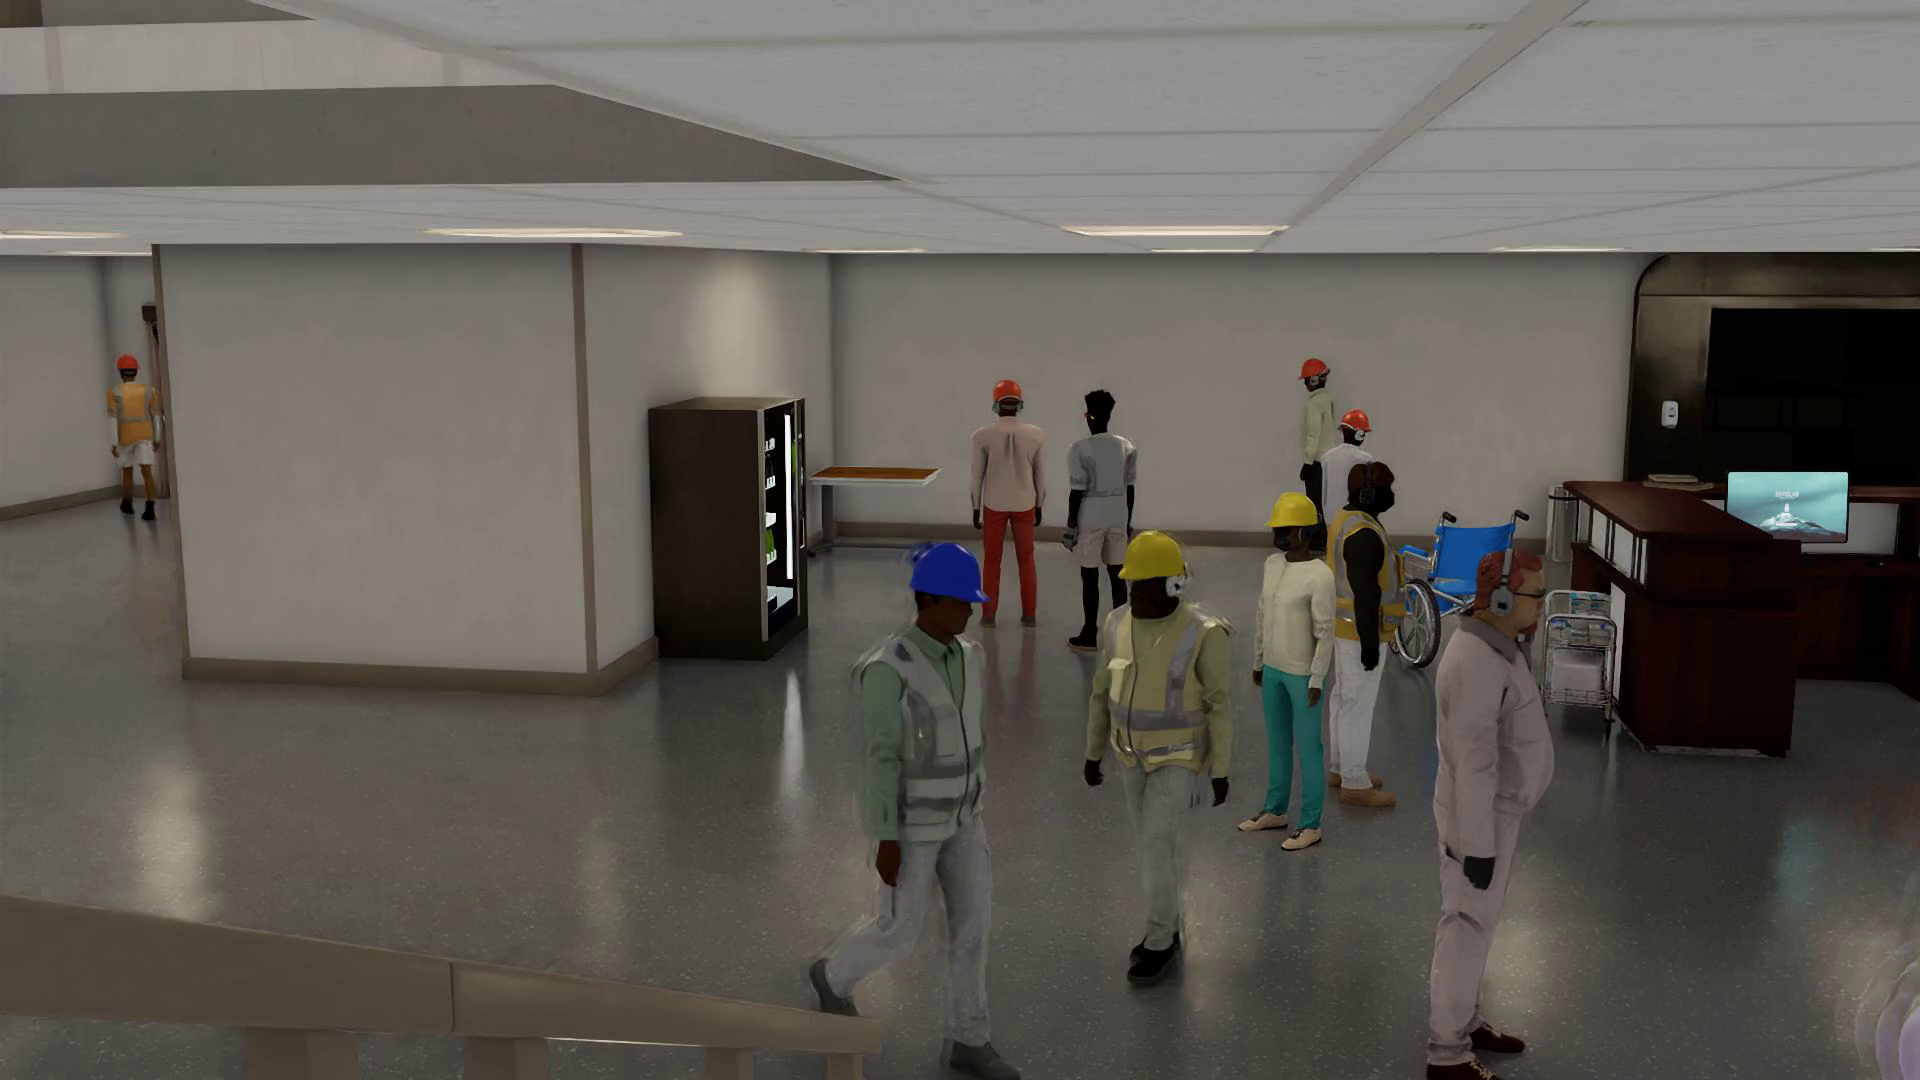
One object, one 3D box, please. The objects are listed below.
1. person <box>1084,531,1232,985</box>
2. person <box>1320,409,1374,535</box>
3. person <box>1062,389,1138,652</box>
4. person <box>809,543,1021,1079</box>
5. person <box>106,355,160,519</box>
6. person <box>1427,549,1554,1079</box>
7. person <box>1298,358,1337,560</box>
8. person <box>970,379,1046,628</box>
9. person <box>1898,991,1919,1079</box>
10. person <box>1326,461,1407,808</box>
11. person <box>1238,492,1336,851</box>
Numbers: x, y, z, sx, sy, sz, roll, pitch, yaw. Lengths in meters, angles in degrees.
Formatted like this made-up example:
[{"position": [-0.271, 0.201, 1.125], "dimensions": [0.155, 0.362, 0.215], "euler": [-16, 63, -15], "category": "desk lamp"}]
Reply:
[{"position": [0.739, 0.866, 6.682], "dimensions": [0.618, 1.811, 0.629], "euler": [-9, 13, -44], "category": "person"}, {"position": [3.128, -0.173, 13.326], "dimensions": [0.351, 1.743, 0.564], "euler": [-5, 11, -29], "category": "person"}, {"position": [1.044, -0.144, 12.457], "dimensions": [0.602, 1.967, 0.367], "euler": [-5, 10, -28], "category": "person"}, {"position": [-0.165, 0.948, 5.870], "dimensions": [0.763, 1.921, 0.620], "euler": [8, 12, 40], "category": "person"}, {"position": [-9.515, -1.190, 19.178], "dimensions": [0.568, 1.882, 1.018], "euler": [-8, 12, -39], "category": "person"}, {"position": [1.856, 0.968, 5.820], "dimensions": [0.398, 1.899, 0.648], "euler": [4, 10, 21], "category": "person"}, {"position": [3.506, -0.796, 16.421], "dimensions": [0.392, 1.986, 0.610], "euler": [5, 11, 29], "category": "person"}, {"position": [0.379, -0.288, 13.309], "dimensions": [0.614, 1.985, 0.421], "euler": [-1, 9, -7], "category": "person"}, {"position": [2.022, 1.406, 3.151], "dimensions": [0.571, 1.879, 0.990], "euler": [-5, 11, -29], "category": "person"}, {"position": [2.167, 0.493, 8.919], "dimensions": [0.429, 1.843, 0.630], "euler": [1, 9, 4], "category": "person"}, {"position": [1.634, 0.641, 8.237], "dimensions": [0.309, 1.769, 0.525], "euler": [-5, 10, -28], "category": "person"}]
